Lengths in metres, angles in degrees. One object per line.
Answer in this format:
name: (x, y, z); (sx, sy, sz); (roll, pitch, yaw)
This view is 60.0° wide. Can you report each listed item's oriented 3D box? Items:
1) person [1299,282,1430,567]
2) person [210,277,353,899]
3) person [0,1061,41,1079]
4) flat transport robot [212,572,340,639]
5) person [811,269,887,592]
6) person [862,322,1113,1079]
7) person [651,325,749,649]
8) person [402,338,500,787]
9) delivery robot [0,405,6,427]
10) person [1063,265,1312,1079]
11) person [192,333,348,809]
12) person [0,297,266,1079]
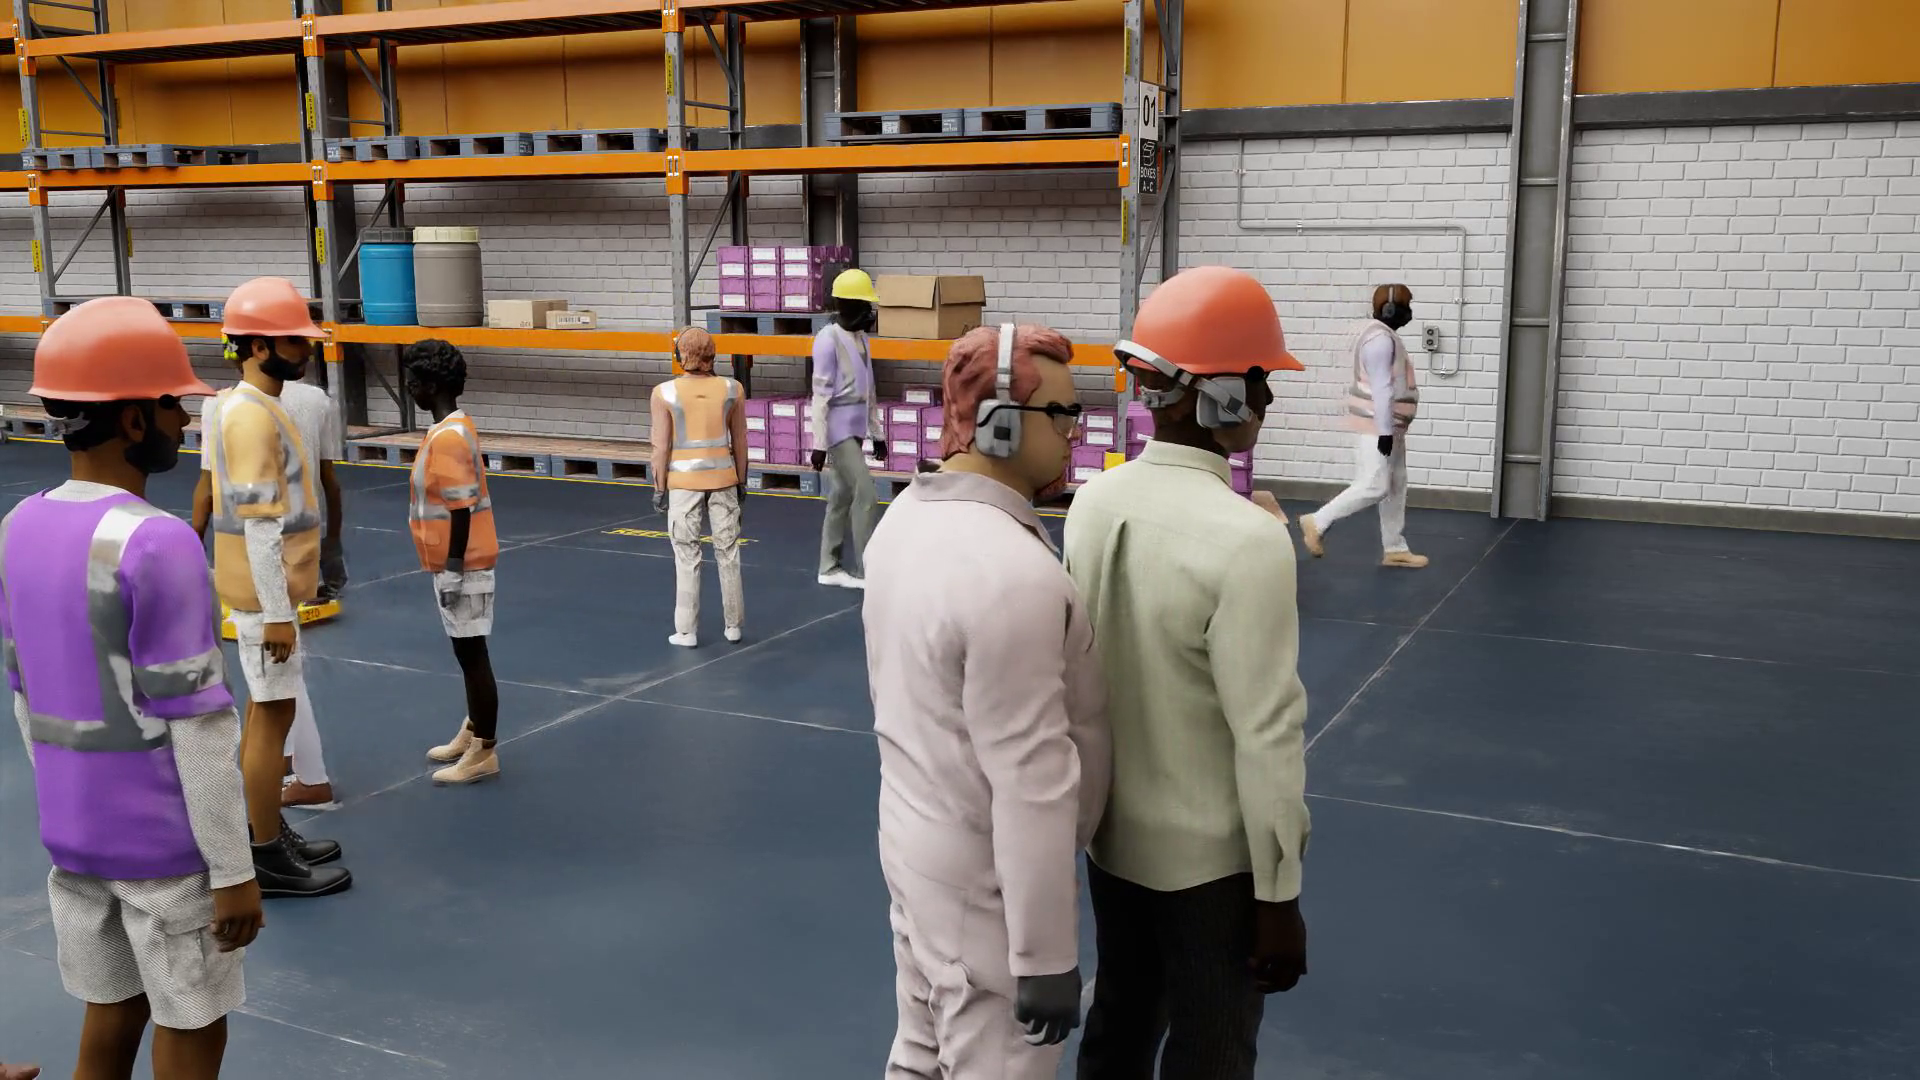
person: (2.609, -0.722, 10.574); (0.737, 1.822, 0.631); (3, 10, 18)
person: (-2.141, 0.150, 5.246); (0.378, 1.936, 0.548); (-4, 11, -22)
person: (-2.422, 0.480, 3.684); (0.626, 1.834, 0.558); (-4, 11, -22)
flat transport robot: (-4.170, 0.319, 9.049); (1.431, 0.197, 0.652); (4, 11, 22)
person: (-0.554, -0.626, 9.787); (0.732, 1.904, 0.607); (3, 10, 17)
person: (0.064, 0.585, 2.854); (0.401, 1.904, 0.650); (-3, 10, -19)
person: (-1.317, -0.262, 8.457); (0.513, 1.642, 0.311); (-5, 11, -25)
person: (-1.918, 0.083, 6.325); (0.321, 1.694, 0.535); (-3, 10, -16)
delivery robot: (-10.280, -1.310, 17.297); (0.707, 0.478, 0.477); (5, 11, 28)
person: (0.403, 0.524, 2.941); (0.381, 1.994, 0.622); (-5, 11, -28)
person: (-2.537, 0.065, 6.011); (0.624, 1.841, 0.537); (4, 11, 23)
person: (-1.490, 0.531, 3.068); (0.544, 1.939, 0.354); (6, 11, 30)
